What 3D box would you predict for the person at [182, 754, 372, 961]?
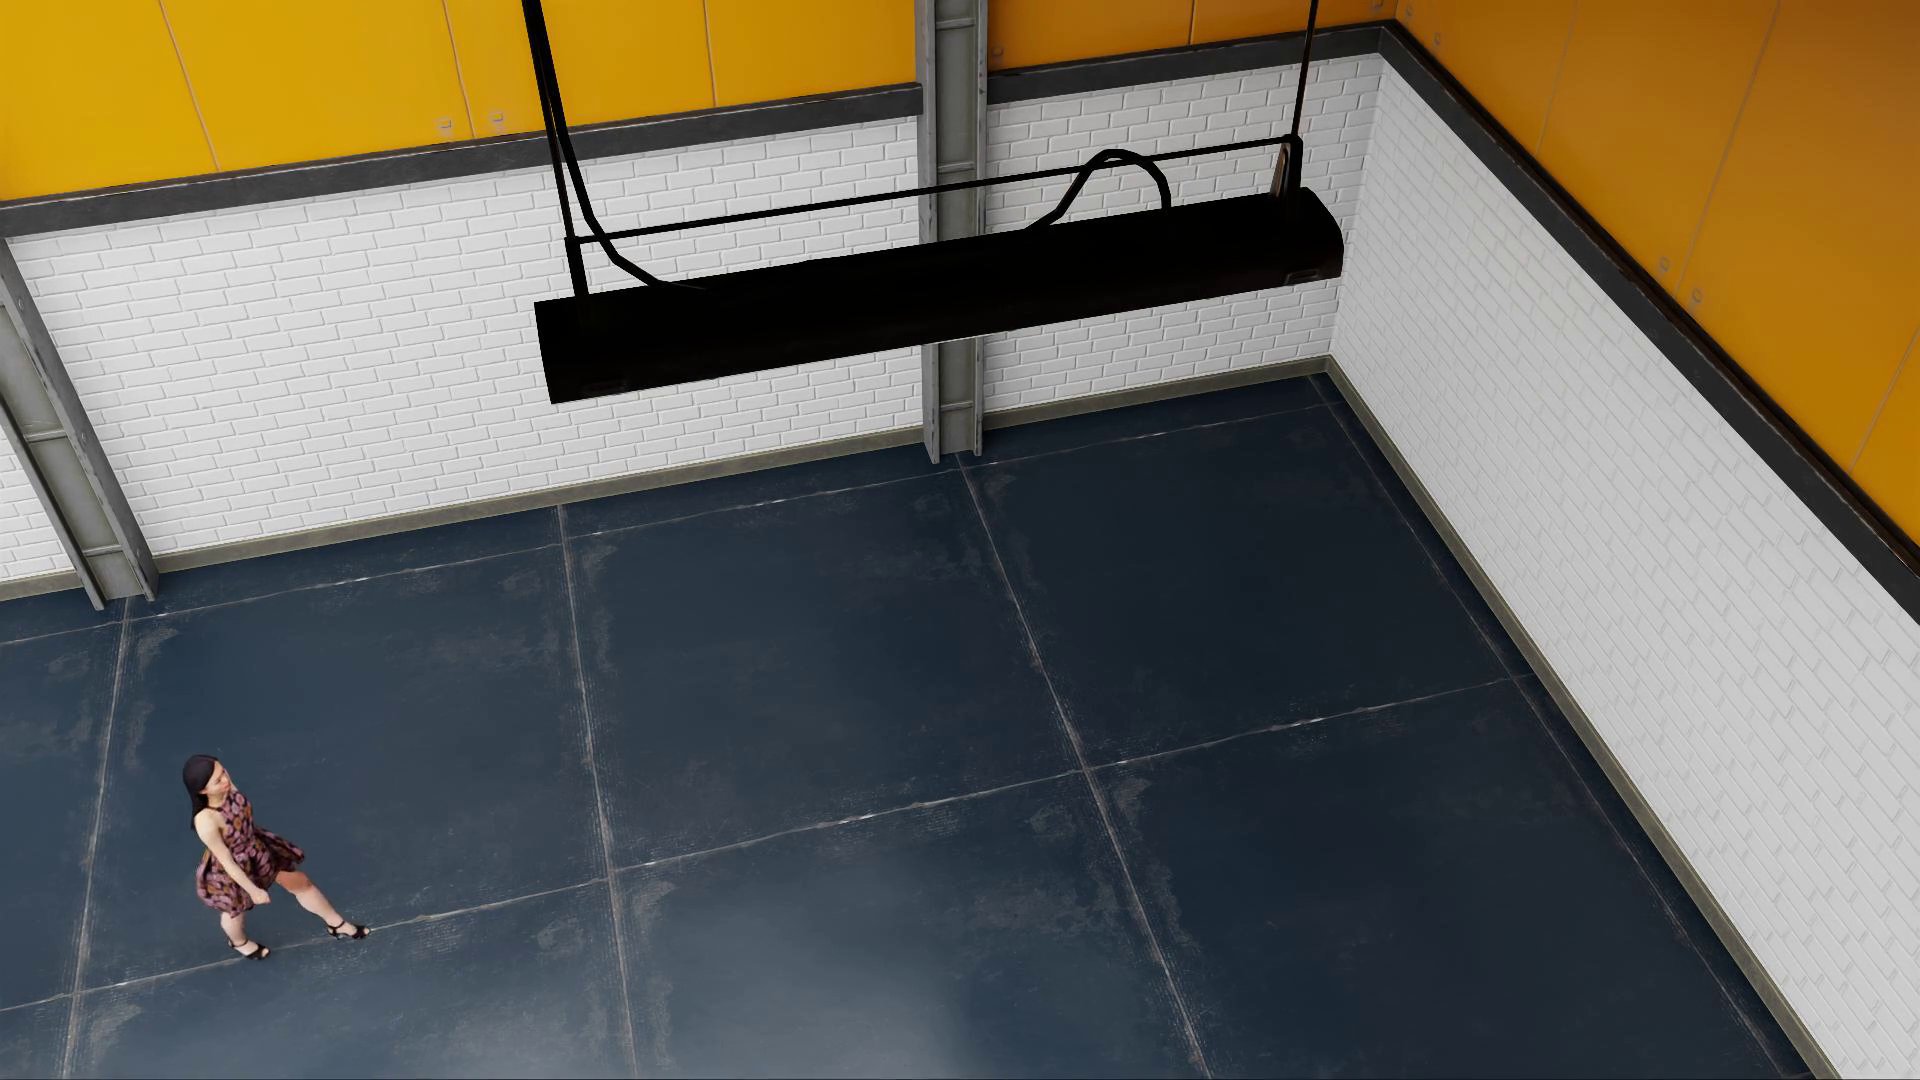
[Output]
[{"bbox_3d":[-3.943,1.762,8.953,1.076,1.737,0.778,-2,44,-2],"label":"person"}]
